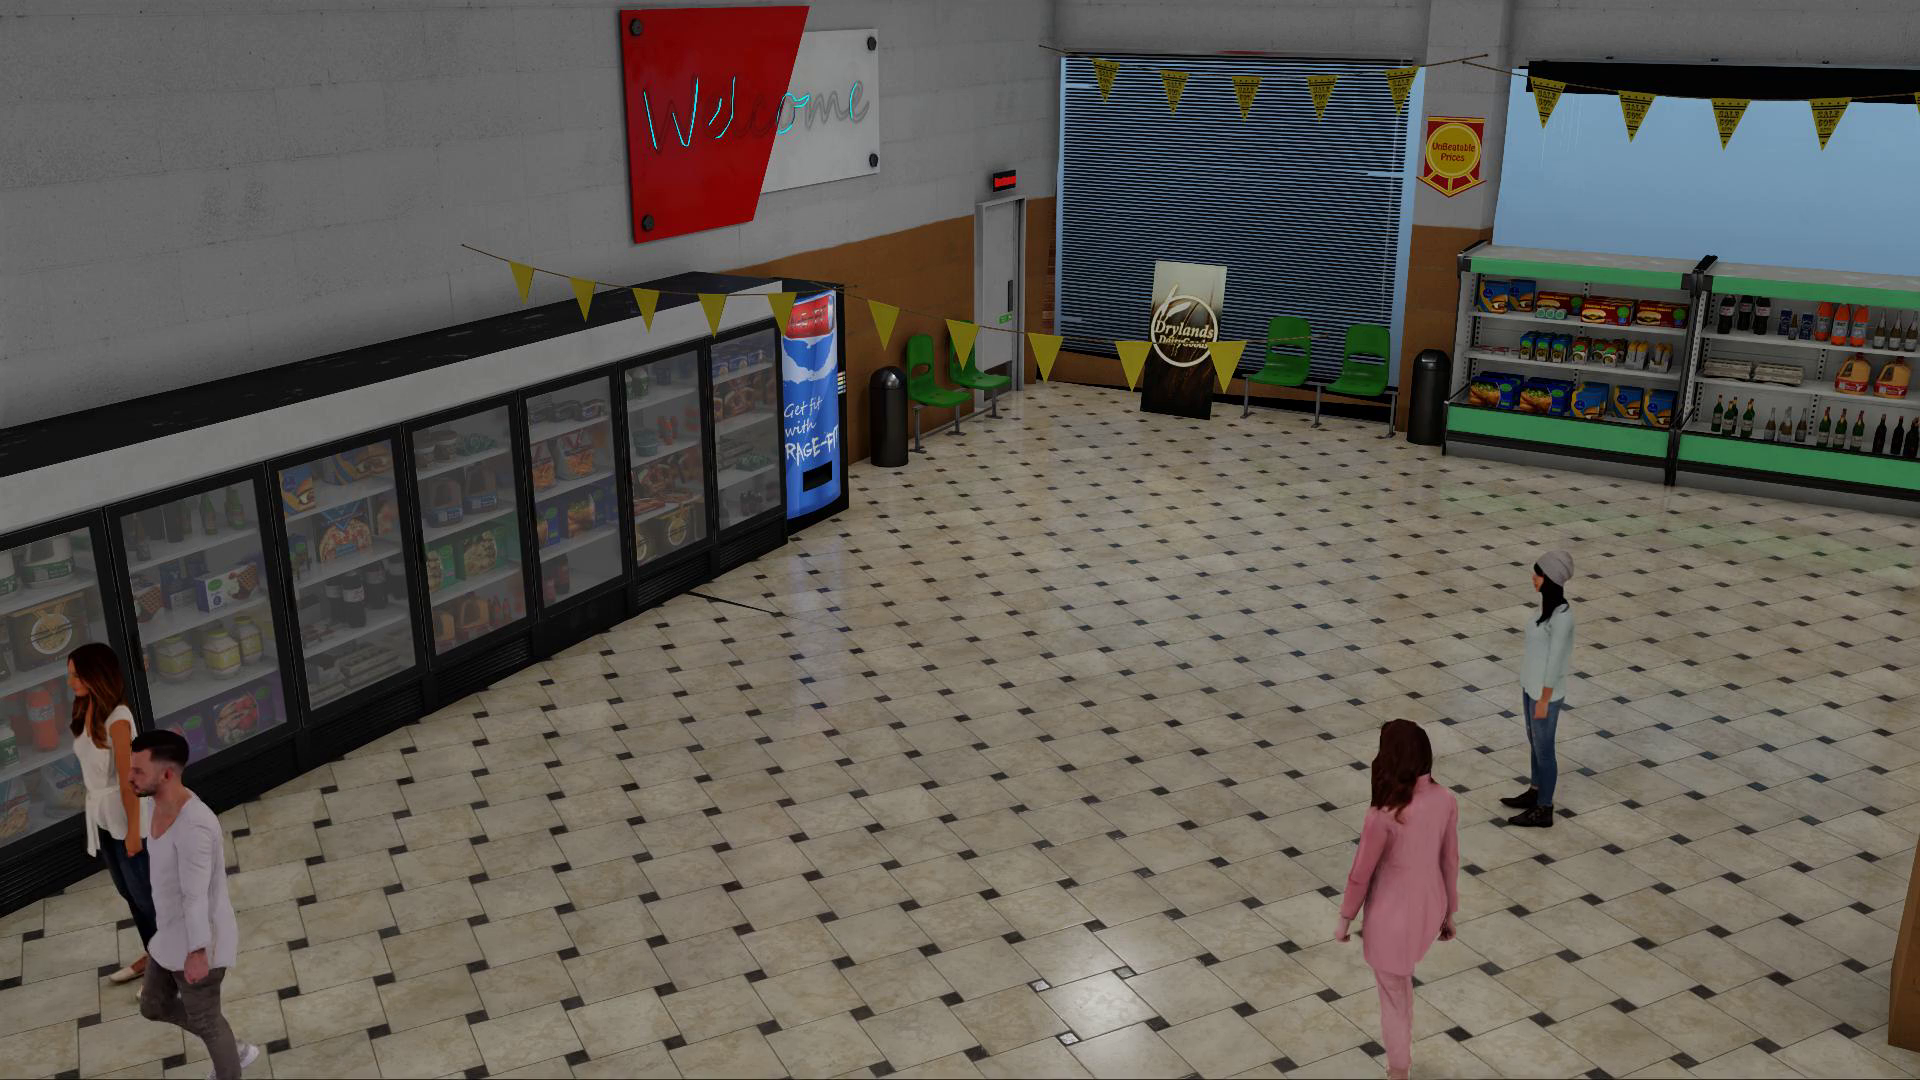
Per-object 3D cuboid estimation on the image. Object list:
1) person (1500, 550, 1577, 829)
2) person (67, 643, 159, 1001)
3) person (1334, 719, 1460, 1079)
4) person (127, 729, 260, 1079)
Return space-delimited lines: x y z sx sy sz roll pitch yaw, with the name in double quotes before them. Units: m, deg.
"person" 3.337 0.839 9.508 0.607 1.648 0.622 1 19 4
"person" -3.937 1.323 7.867 0.523 1.781 0.690 16 24 39
"person" 1.898 1.634 6.934 0.768 1.787 0.811 -8 20 -22
"person" -3.139 1.607 6.948 0.675 1.830 0.795 17 25 41
